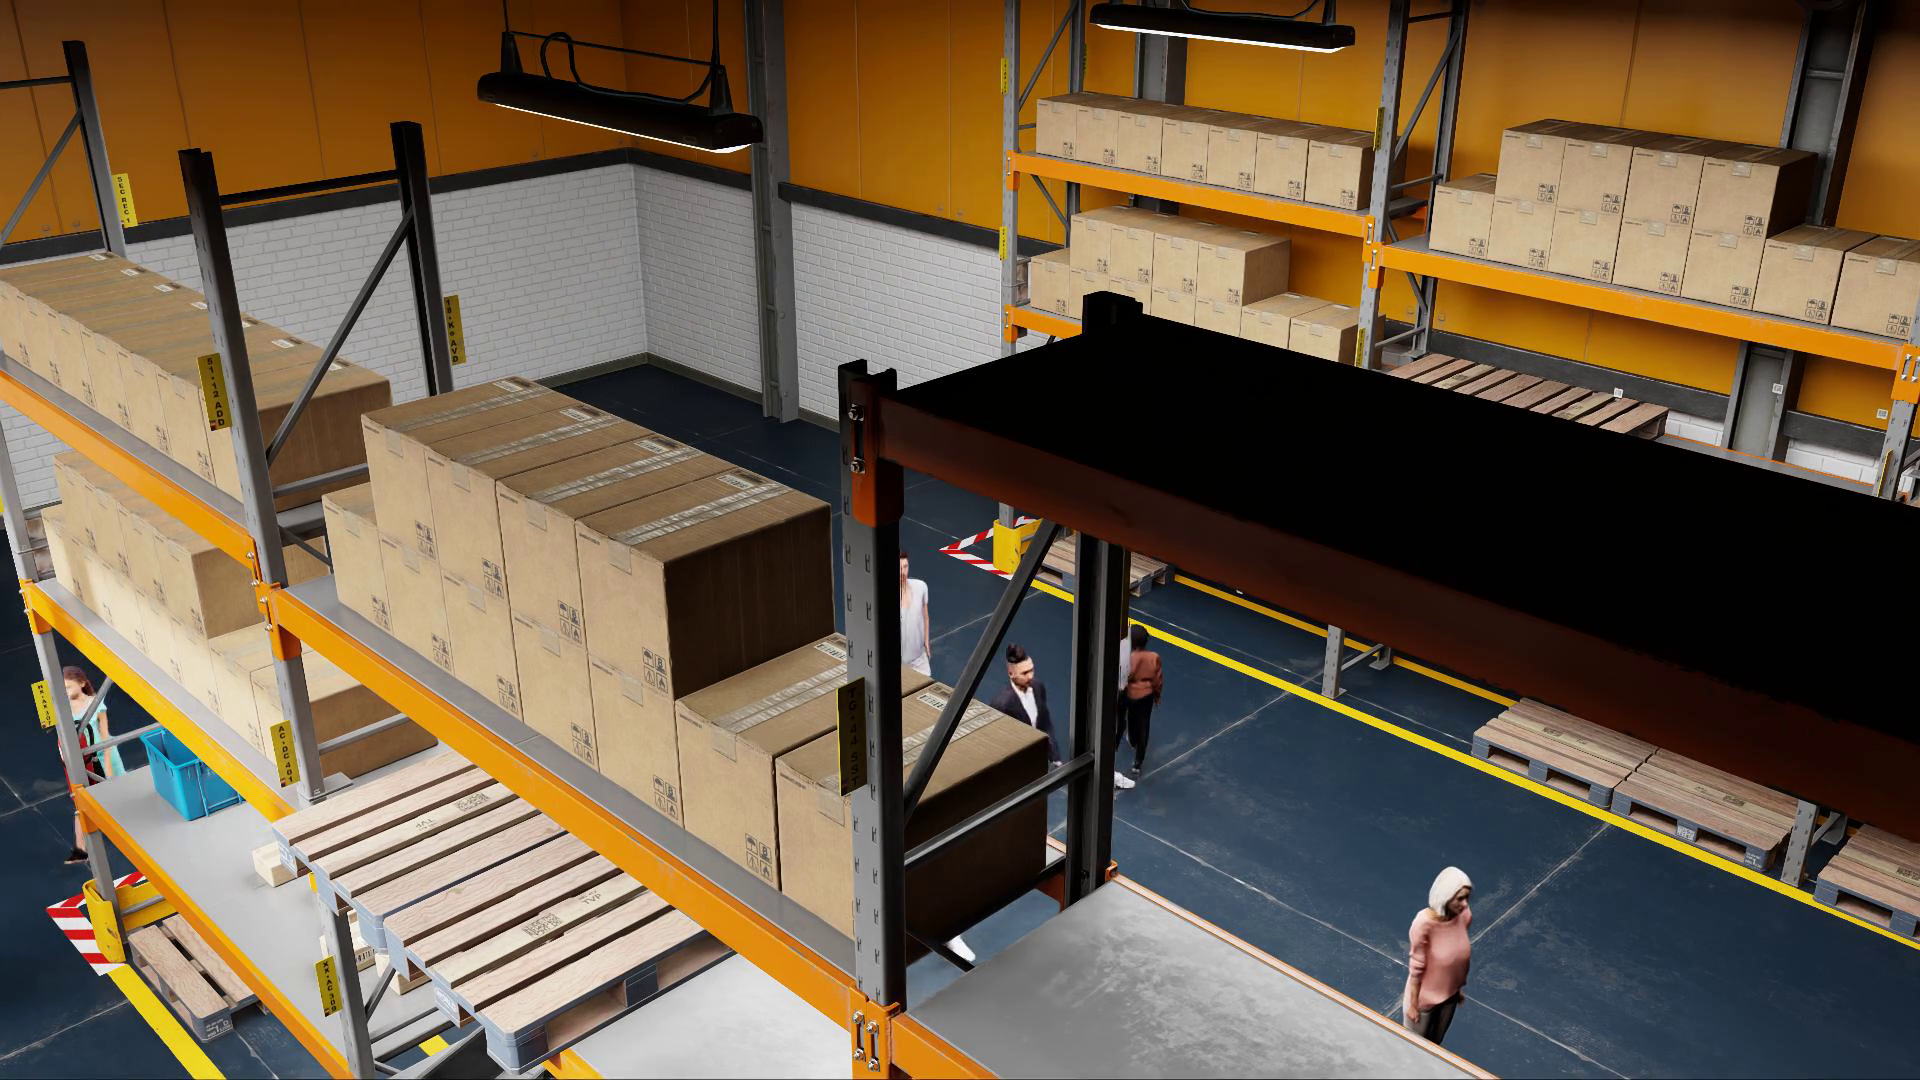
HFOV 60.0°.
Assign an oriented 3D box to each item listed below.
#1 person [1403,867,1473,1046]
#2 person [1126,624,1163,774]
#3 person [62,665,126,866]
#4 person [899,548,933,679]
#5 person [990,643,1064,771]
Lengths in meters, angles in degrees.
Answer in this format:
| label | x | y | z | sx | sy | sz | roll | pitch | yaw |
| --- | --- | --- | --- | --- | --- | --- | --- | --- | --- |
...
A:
| label | x | y | z | sx | sy | sz | roll | pitch | yaw |
| --- | --- | --- | --- | --- | --- | --- | --- | --- | --- |
| person | 2.791 | 2.657 | 9.819 | 0.648 | 1.726 | 0.599 | -14 | 27 | -28 |
| person | 1.463 | 1.307 | 13.532 | 0.867 | 1.226 | 0.950 | -1 | 24 | -2 |
| person | -6.439 | 1.609 | 12.480 | 1.002 | 1.515 | 1.054 | 0 | 24 | 0 |
| person | -0.512 | 0.886 | 13.724 | 0.790 | 1.842 | 0.780 | -12 | 26 | -25 |
| person | 0.314 | 1.572 | 12.073 | 1.164 | 1.909 | 0.862 | 14 | 27 | 29 |
